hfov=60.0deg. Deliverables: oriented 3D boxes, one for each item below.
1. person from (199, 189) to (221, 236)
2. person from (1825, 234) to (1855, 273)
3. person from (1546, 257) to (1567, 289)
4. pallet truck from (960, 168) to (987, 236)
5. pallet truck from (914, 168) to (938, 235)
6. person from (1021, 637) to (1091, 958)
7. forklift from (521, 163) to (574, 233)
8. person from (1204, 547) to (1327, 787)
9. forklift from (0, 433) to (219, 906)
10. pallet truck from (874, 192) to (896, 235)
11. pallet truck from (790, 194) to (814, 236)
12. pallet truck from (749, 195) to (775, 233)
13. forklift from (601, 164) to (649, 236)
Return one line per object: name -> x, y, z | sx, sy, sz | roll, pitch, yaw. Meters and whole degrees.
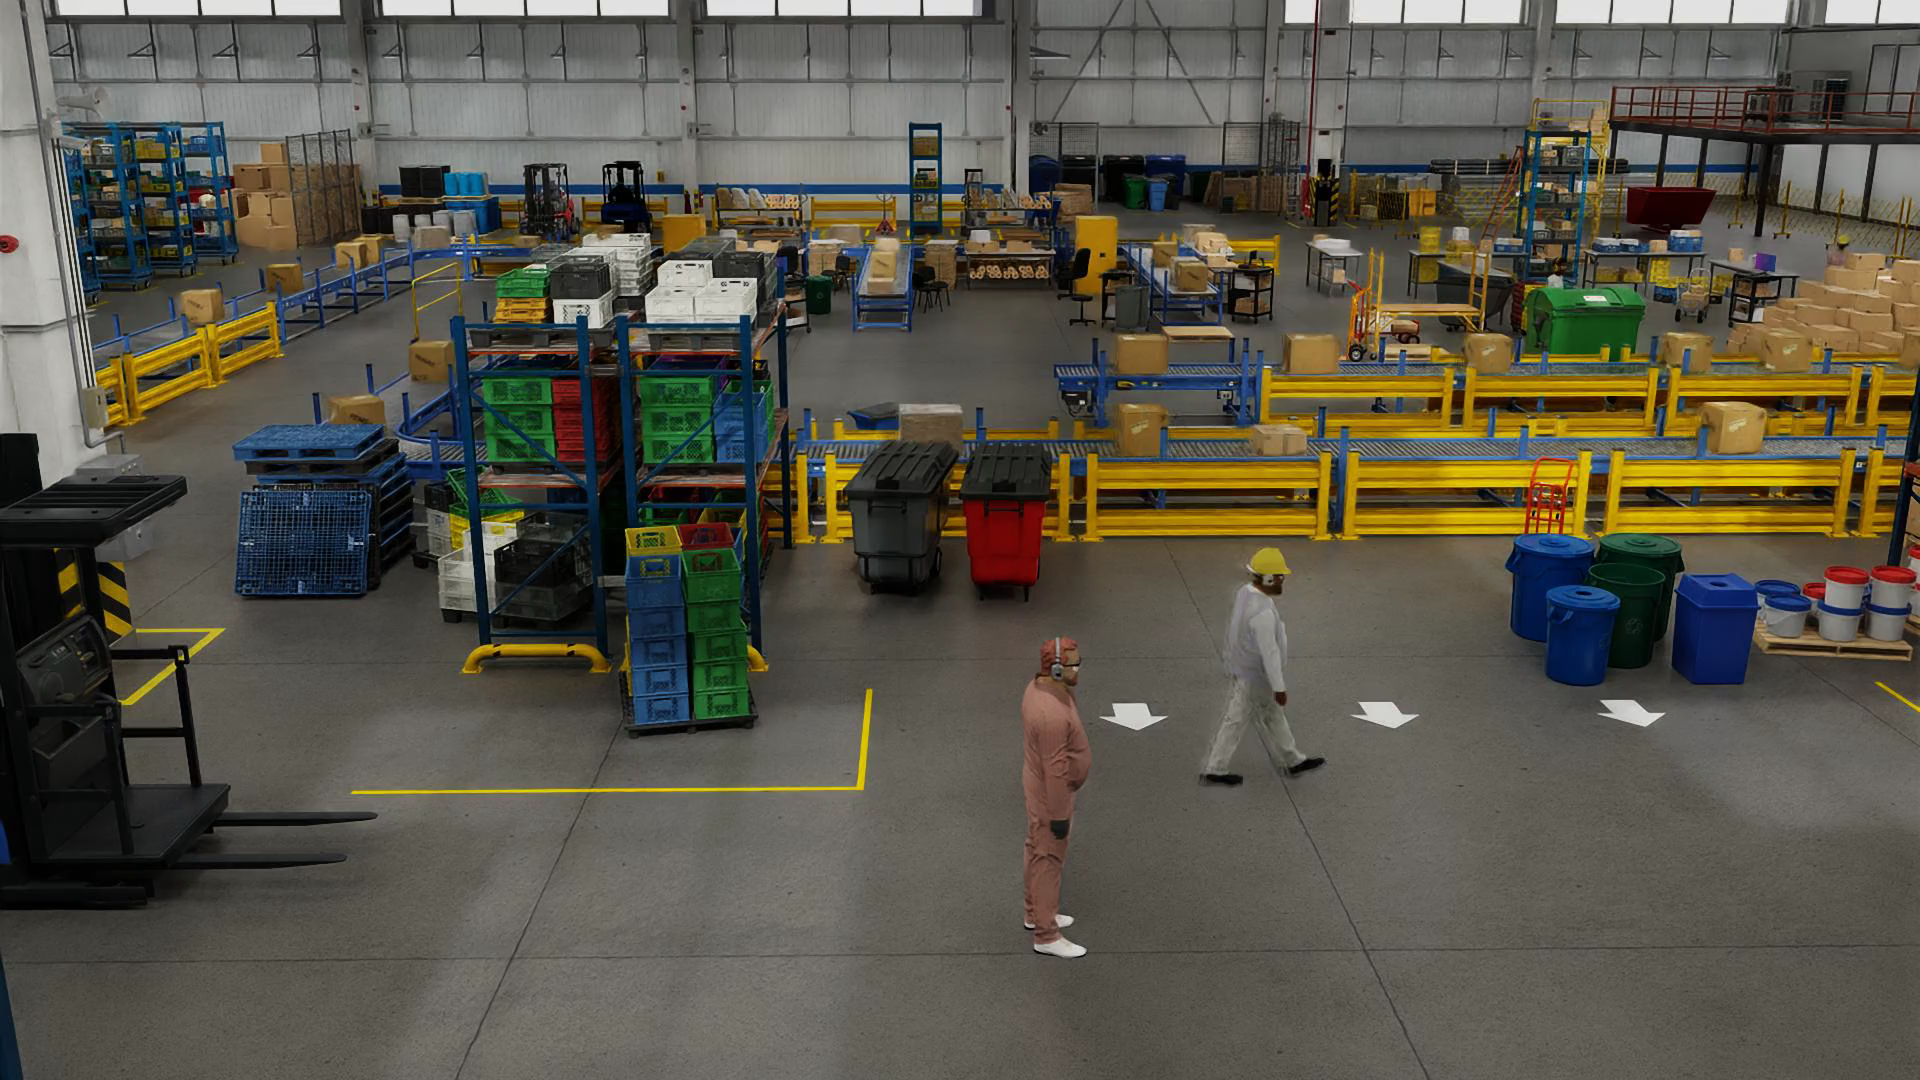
person -> -20.691, -8.921, 45.978 | 0.585, 1.824, 0.404 | 4, 16, 12
person -> 17.701, -5.289, 33.476 | 0.530, 1.746, 0.659 | 11, 19, 33
person -> 10.157, -3.908, 28.461 | 0.309, 1.868, 0.534 | 13, 21, 38
pallet truck -> 0.383, -10.230, 50.206 | 0.823, 1.965, 1.885 | -1, 16, -3
pallet truck -> -0.989, -10.316, 50.507 | 0.823, 1.965, 1.885 | 1, 16, 3
person -> 0.561, 1.472, 9.692 | 0.400, 1.910, 0.643 | -1, 16, -4
forklift -> -12.233, -10.122, 49.298 | 1.157, 1.987, 2.680 | 0, 16, -1
person -> 2.187, 0.921, 11.821 | 0.915, 1.780, 0.621 | 0, 16, 1
forklift -> -5.952, 0.780, 10.366 | 1.873, 2.768, 1.129 | 0, 16, -1
pallet truck -> -2.277, -9.986, 50.594 | 0.653, 1.274, 1.630 | 0, 16, -1
pallet truck -> -4.814, -9.883, 50.259 | 0.704, 1.261, 1.522 | -1, 16, -3
pallet truck -> -6.051, -9.967, 50.660 | 0.680, 1.201, 1.601 | 0, 16, -1
forklift -> -9.948, -10.127, 49.296 | 1.157, 1.987, 2.680 | -1, 16, -3
